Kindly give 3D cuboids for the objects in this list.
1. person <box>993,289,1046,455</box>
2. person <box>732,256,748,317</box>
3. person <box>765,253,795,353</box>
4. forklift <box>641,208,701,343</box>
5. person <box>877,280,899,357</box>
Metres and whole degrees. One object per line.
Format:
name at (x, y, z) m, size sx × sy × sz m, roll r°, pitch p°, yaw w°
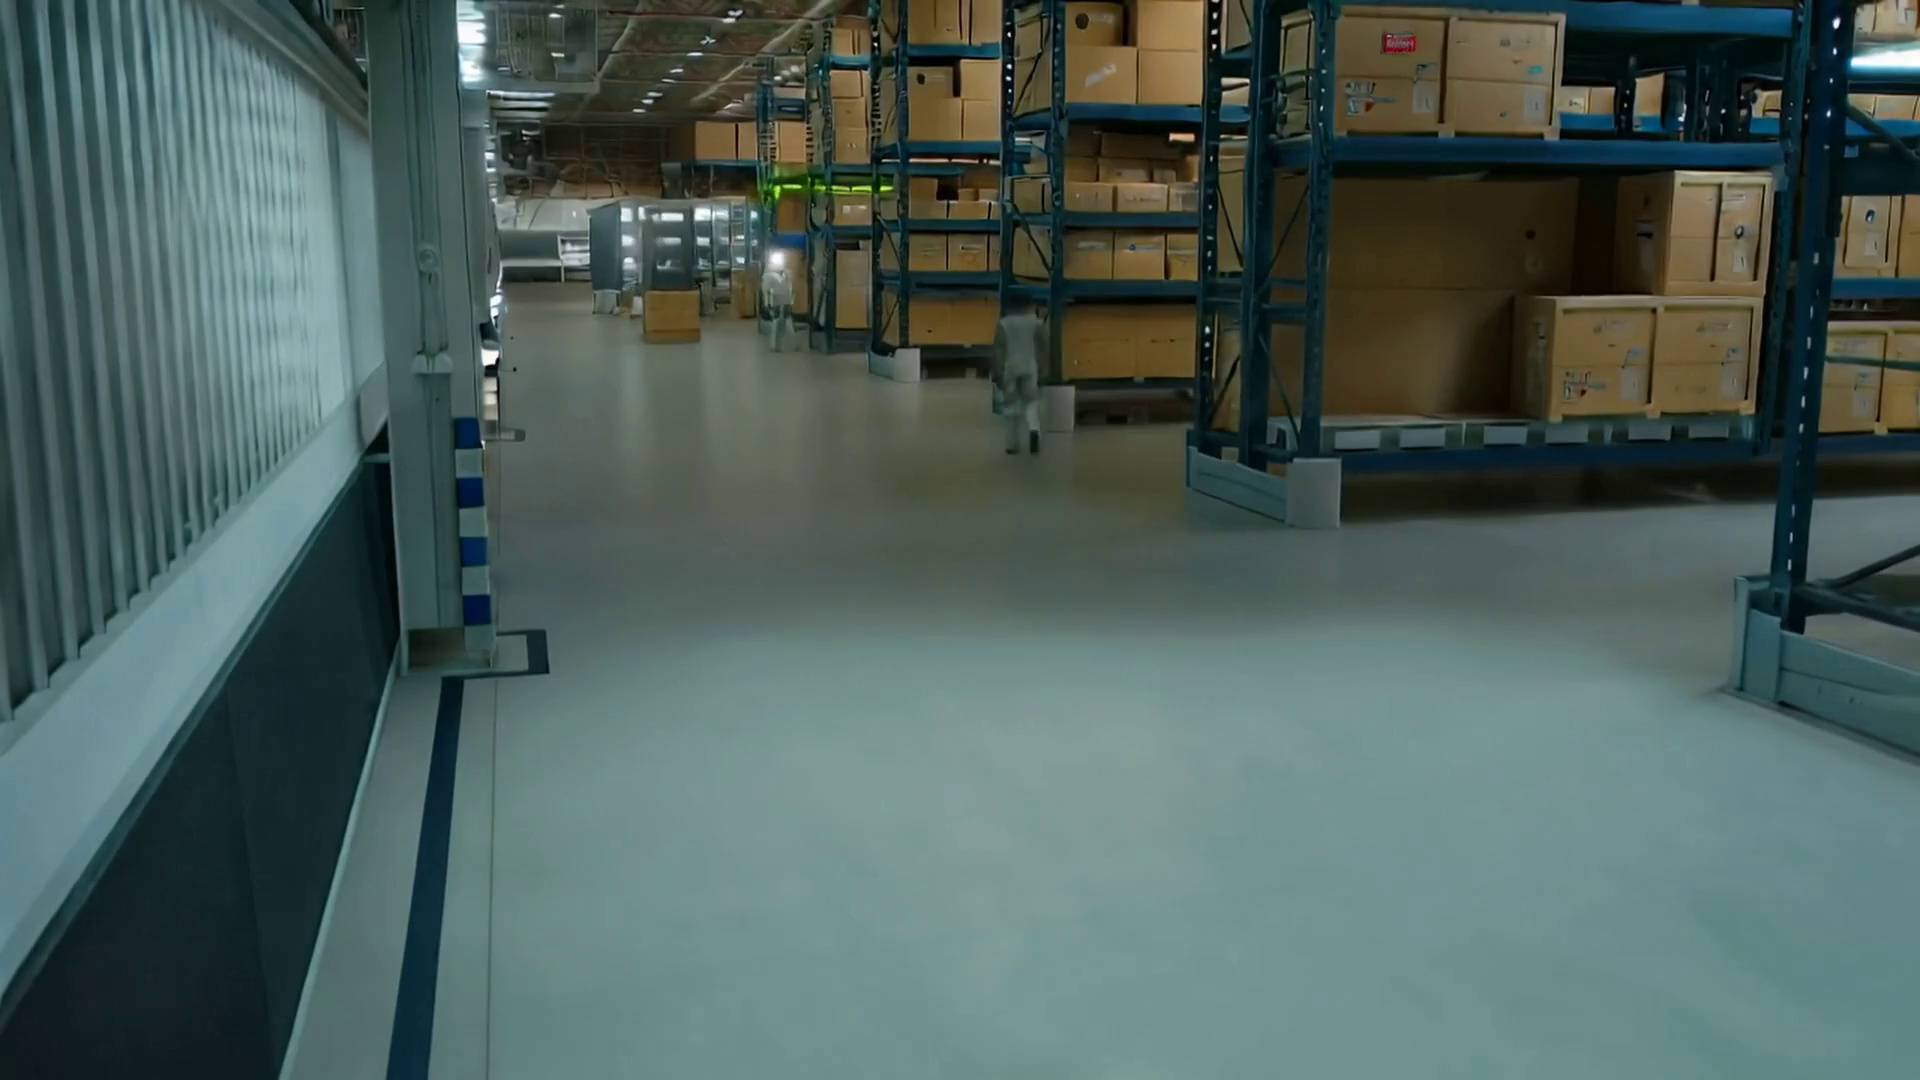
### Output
person at (0.582, -1.606, 16.014) m, size 0.528 × 1.619 × 0.586 m, roll -2°, pitch 10°, yaw -12°
person at (-6.382, -7.342, 48.166) m, size 0.487 × 1.744 × 0.313 m, roll 9°, pitch 13°, yaw 42°
person at (-3.423, -4.505, 31.692) m, size 0.574 × 1.881 × 0.991 m, roll -4°, pitch 11°, yaw -22°
forklift at (-6.125, -5.590, 35.028) m, size 1.129 × 2.768 × 1.873 m, roll -3°, pitch 10°, yaw -15°
person at (-1.090, -3.732, 27.605) m, size 0.913 × 1.787 × 0.601 m, roll -4°, pitch 11°, yaw -23°
